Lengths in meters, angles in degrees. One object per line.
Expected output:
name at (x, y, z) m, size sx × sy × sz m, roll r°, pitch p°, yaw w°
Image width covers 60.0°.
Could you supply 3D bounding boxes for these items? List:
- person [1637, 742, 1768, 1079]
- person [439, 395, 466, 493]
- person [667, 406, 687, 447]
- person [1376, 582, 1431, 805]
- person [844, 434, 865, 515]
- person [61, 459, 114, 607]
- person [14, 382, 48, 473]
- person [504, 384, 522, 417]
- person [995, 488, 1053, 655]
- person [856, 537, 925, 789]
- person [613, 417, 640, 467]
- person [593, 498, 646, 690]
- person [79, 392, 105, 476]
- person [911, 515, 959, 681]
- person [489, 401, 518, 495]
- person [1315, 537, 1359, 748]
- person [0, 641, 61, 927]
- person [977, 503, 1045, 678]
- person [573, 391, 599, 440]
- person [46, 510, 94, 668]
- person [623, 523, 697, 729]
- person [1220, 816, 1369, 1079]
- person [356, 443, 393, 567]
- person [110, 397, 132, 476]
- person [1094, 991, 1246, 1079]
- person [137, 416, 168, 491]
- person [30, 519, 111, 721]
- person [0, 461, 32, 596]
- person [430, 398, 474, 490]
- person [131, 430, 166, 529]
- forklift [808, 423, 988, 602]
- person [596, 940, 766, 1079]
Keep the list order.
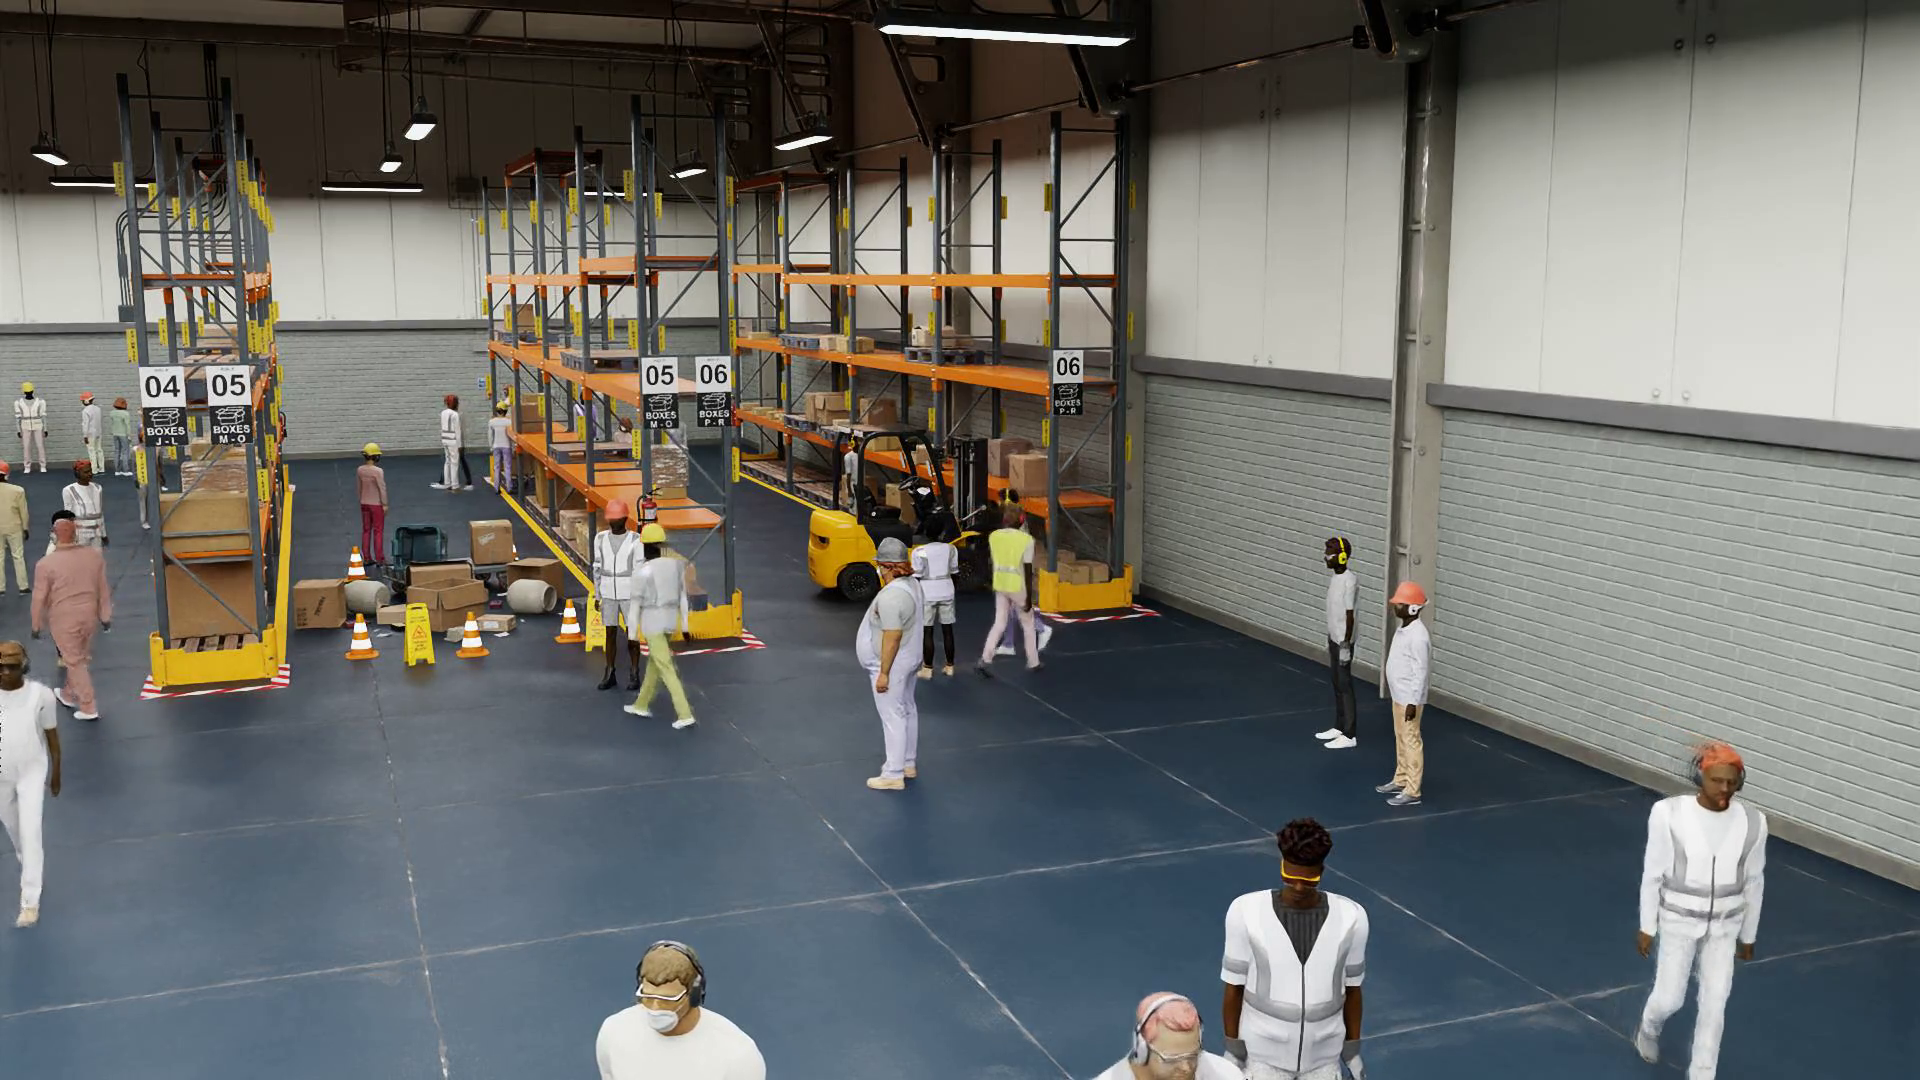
person at (3.660, 1.895, 8.274) m, size 0.604 × 1.868 × 0.634 m, roll 1°, pitch 9°, yaw 6°
person at (-9.679, -1.829, 31.679) m, size 0.579 × 1.879 × 0.348 m, roll 9°, pitch 13°, yaw 44°
person at (-5.313, -1.622, 30.602) m, size 0.598 × 1.806 × 0.769 m, roll -4°, pitch 10°, yaw -21°
person at (3.483, 1.199, 13.042) m, size 0.353 × 1.757 × 0.576 m, roll 0°, pitch 9°, yaw 0°
person at (-1.508, -0.660, 24.371) m, size 0.318 × 1.860 × 0.531 m, roll 3°, pitch 10°, yaw 19°
person at (-10.750, -0.056, 20.497) m, size 0.355 × 1.883 × 0.575 m, roll 2°, pitch 9°, yaw 14°
person at (-19.432, -2.347, 34.824) m, size 0.584 × 1.917 × 0.402 m, roll -4°, pitch 10°, yaw -24°
person at (-9.305, -2.285, 34.464) m, size 0.401 × 1.905 × 0.642 m, roll 2°, pitch 9°, yaw 10°
person at (0.642, 0.355, 18.033) m, size 0.614 × 1.841 × 0.535 m, roll 0°, pitch 9°, yaw 2°
person at (-0.573, 0.982, 13.464) m, size 0.539 × 2.000 × 0.688 m, roll 3°, pitch 9°, yaw 16°
person at (-5.938, -1.382, 29.626) m, size 0.499 × 1.633 × 0.281 m, roll 1°, pitch 9°, yaw 9°
person at (-3.395, 0.538, 16.582) m, size 0.544 × 1.939 × 0.353 m, roll 1°, pitch 9°, yaw 6°
person at (-17.966, -2.193, 34.385) m, size 0.349 × 1.743 × 0.563 m, roll 1°, pitch 9°, yaw 4°
person at (-0.259, 0.593, 17.010) m, size 0.531 × 1.692 × 0.322 m, roll -4°, pitch 10°, yaw -25°
person at (-8.639, -1.738, 31.451) m, size 0.530 × 1.767 × 0.328 m, roll 2°, pitch 9°, yaw 11°
person at (3.331, 0.894, 14.604) m, size 0.327 × 1.861 × 0.510 m, roll -1°, pitch 9°, yaw -3°
person at (-6.141, 1.525, 10.850) m, size 0.518 × 1.804 × 0.965 m, roll -2°, pitch 9°, yaw -14°
person at (0.510, 0.522, 17.127) m, size 0.581 × 1.807 × 0.869 m, roll 6°, pitch 11°, yaw 34°
person at (-7.517, -2.086, 33.443) m, size 0.429 × 1.838 × 0.628 m, roll 8°, pitch 12°, yaw 43°
person at (-9.418, 0.514, 17.523) m, size 0.320 × 1.686 × 0.539 m, roll -2°, pitch 9°, yaw -10°
person at (-2.766, 0.783, 15.249) m, size 1.011 × 1.882 × 0.600 m, roll 7°, pitch 11°, yaw 36°
person at (1.366, 2.079, 6.821) m, size 0.601 × 1.958 × 0.380 m, roll 0°, pitch 9°, yaw 0°
person at (-8.325, -0.496, 23.631) m, size 0.533 × 1.768 × 0.310 m, roll 5°, pitch 10°, yaw 28°
person at (-17.324, -2.133, 34.380) m, size 0.491 × 1.625 × 0.282 m, roll 3°, pitch 10°, yaw 20°
person at (0.670, 2.344, 5.374) m, size 0.709 × 1.895 × 0.396 m, roll -3°, pitch 10°, yaw -20°
person at (-15.500, -1.741, 31.882) m, size 0.500 × 1.633 × 0.280 m, roll 1°, pitch 9°, yaw 5°
person at (-8.388, 0.734, 15.554) m, size 0.932 × 1.863 × 0.674 m, roll 5°, pitch 10°, yaw 28°
person at (-12.338, -0.151, 21.493) m, size 0.564 × 1.753 × 0.336 m, roll -3°, pitch 10°, yaw -21°
person at (-9.763, -1.854, 32.021) m, size 0.936 × 1.817 × 0.498 m, roll 5°, pitch 10°, yaw 28°
person at (-13.280, -0.998, 27.218) m, size 0.312 × 1.633 × 0.519 m, roll 8°, pitch 12°, yaw 40°
forklift at (-0.830, -0.399, 21.676) m, size 2.313 × 2.155 × 1.214 m, roll -4°, pitch 10°, yaw -21°
person at (-0.955, 2.273, 5.694) m, size 0.631 × 1.932 × 0.362 m, roll 4°, pitch 10°, yaw 22°
